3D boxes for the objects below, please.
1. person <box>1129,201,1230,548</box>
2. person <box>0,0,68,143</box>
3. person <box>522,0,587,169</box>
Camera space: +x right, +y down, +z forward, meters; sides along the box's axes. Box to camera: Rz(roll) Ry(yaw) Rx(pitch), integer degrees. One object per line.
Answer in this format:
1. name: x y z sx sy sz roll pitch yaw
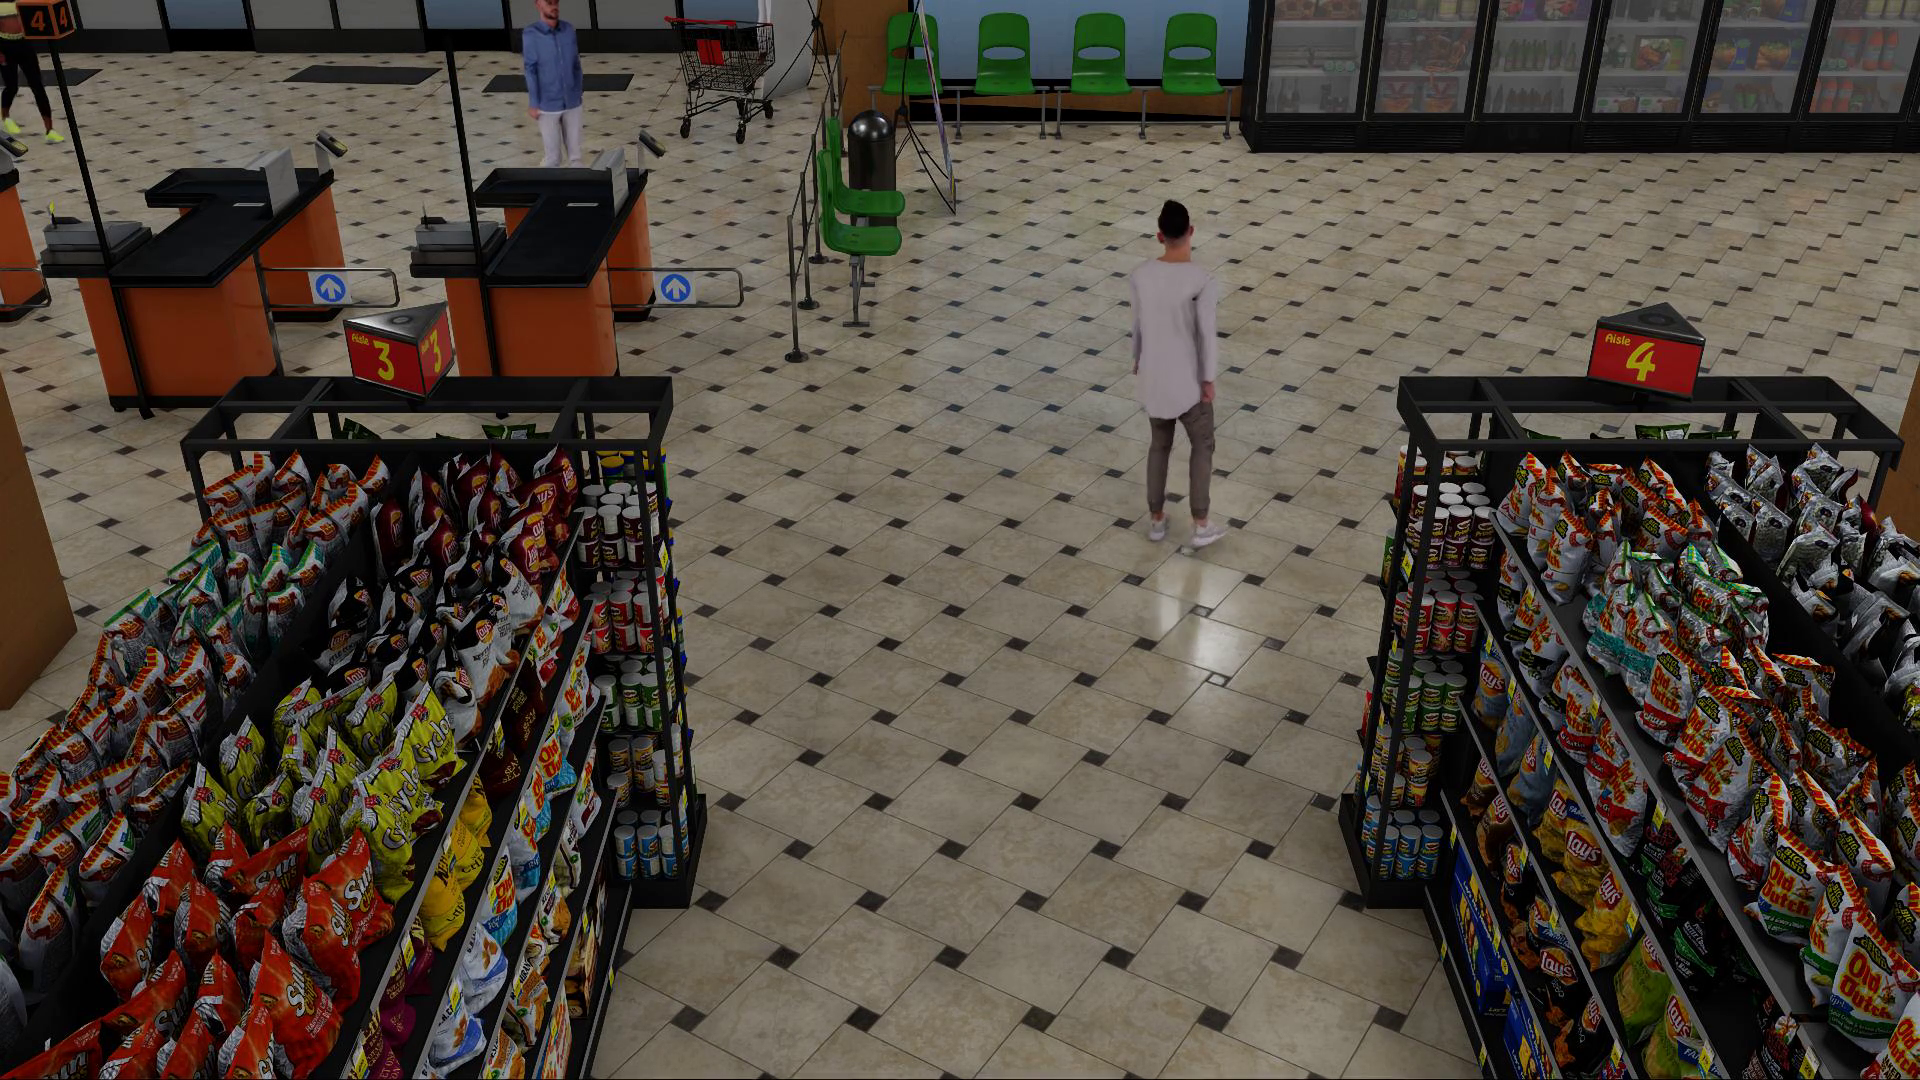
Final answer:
1. person: 1.119 -0.822 8.677 0.868 1.798 0.871 -21 35 -34
2. person: -9.017 -4.634 15.744 1.042 1.718 1.132 17 33 29
3. person: -3.350 -3.616 13.715 0.960 1.875 1.049 -21 35 -34
